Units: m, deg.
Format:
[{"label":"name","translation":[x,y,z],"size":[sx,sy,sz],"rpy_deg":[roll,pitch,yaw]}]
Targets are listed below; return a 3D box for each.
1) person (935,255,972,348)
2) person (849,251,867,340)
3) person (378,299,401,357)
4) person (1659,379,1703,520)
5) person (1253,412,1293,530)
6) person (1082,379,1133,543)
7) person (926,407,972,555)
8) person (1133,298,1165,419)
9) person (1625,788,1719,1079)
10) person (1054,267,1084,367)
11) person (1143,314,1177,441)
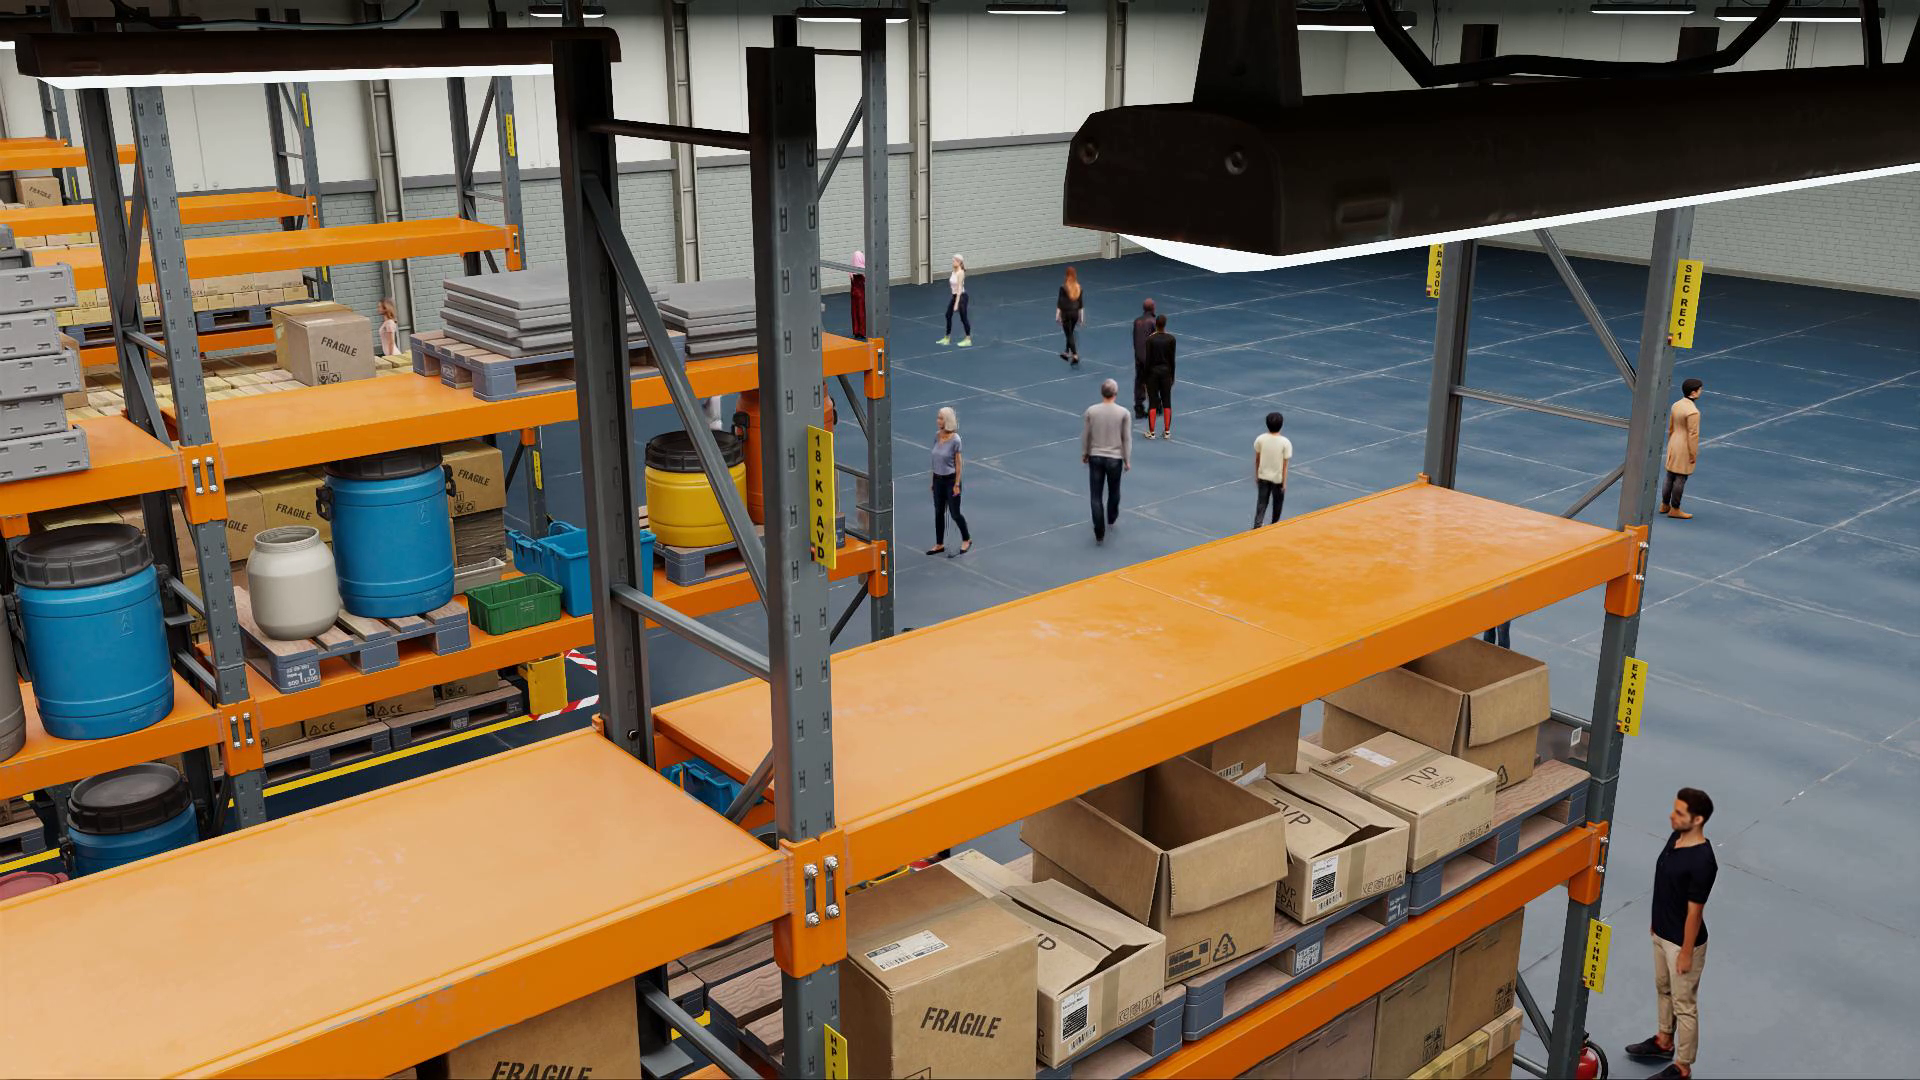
[{"label":"person","translation":[0.074,-4.358,30.341],"size":[0.998,1.681,0.829],"rpy_deg":[-6,19,-19]},{"label":"person","translation":[-1.868,-4.606,31.174],"size":[0.588,1.637,0.652],"rpy_deg":[-15,23,-39]},{"label":"person","translation":[-8.560,-2.735,25.118],"size":[0.643,1.830,0.649],"rpy_deg":[-4,18,-12]},{"label":"person","translation":[8.843,-1.138,20.381],"size":[0.785,1.727,0.763],"rpy_deg":[-3,18,-10]},{"label":"person","translation":[3.581,-0.677,19.228],"size":[0.878,1.564,1.063],"rpy_deg":[7,19,21]},{"label":"person","translation":[1.690,-0.893,19.414],"size":[1.205,1.859,1.317],"rpy_deg":[3,18,10]},{"label":"person","translation":[-0.121,-0.683,18.960],"size":[0.627,1.741,0.779],"rpy_deg":[16,24,40]},{"label":"person","translation":[2.779,-2.721,25.113],"size":[0.819,1.807,0.982],"rpy_deg":[15,23,38]},{"label":"person","translation":[4.190,2.287,9.657],"size":[0.748,1.854,0.704],"rpy_deg":[0,18,1]},{"label":"person","translation":[1.933,-3.823,28.703],"size":[1.099,1.679,0.834],"rpy_deg":[-9,20,-25]},{"label":"person","translation":[2.876,-2.365,24.017],"size":[0.662,1.807,0.767],"rpy_deg":[-2,18,-7]}]
